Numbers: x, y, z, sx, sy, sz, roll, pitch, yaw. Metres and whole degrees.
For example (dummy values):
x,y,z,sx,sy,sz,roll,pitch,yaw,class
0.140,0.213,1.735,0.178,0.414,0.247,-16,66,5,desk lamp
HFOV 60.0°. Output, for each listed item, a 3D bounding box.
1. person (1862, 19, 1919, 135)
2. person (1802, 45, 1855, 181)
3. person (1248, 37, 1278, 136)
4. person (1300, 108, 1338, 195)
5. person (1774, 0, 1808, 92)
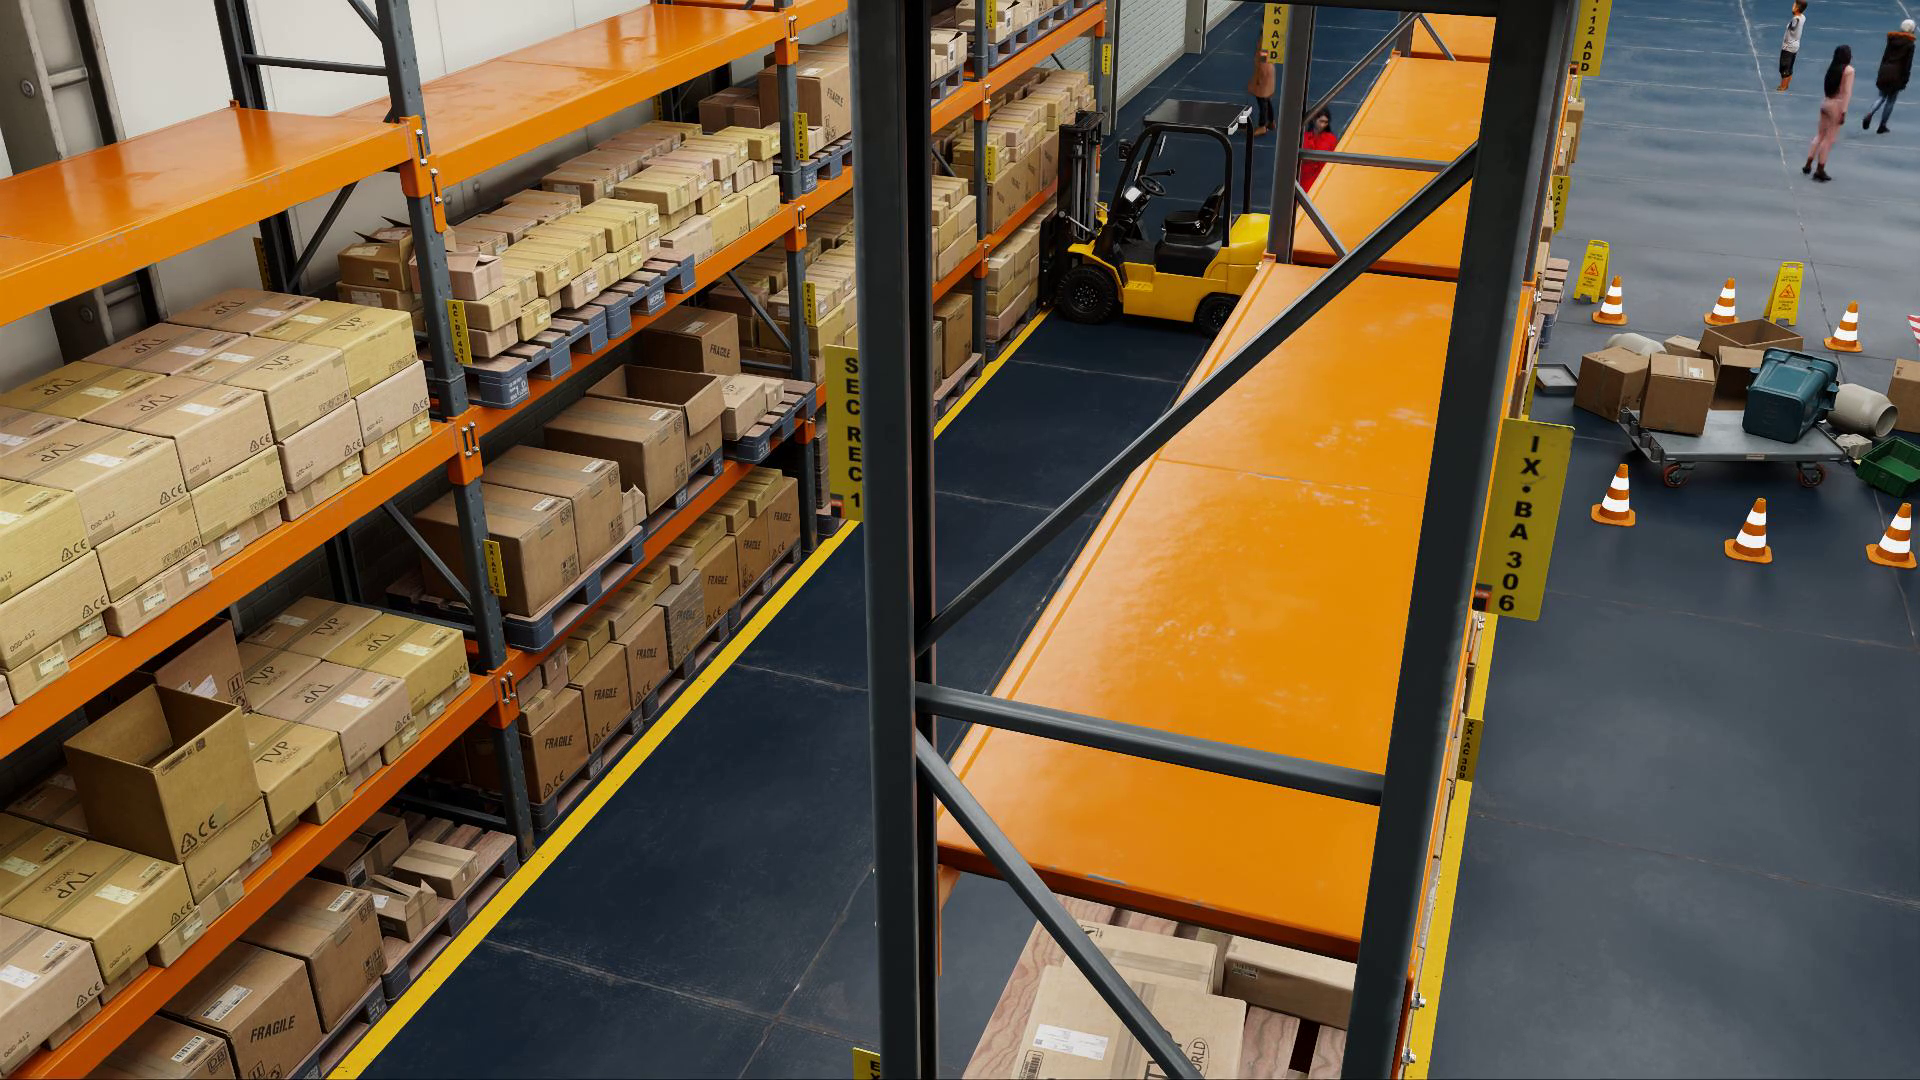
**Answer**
x,y,z,sx,sy,sz,roll,pitch,yaw,class
13.361,-6.648,23.925,0.921,1.623,0.846,-16,32,-27,person
11.495,-5.619,21.912,0.869,1.698,0.688,2,28,3,person
4.405,-6.684,23.931,0.773,1.680,0.601,4,28,7,person
4.031,-4.081,18.991,0.655,1.729,0.676,14,31,24,person
13.254,-7.929,26.507,0.706,1.456,0.552,22,35,36,person
